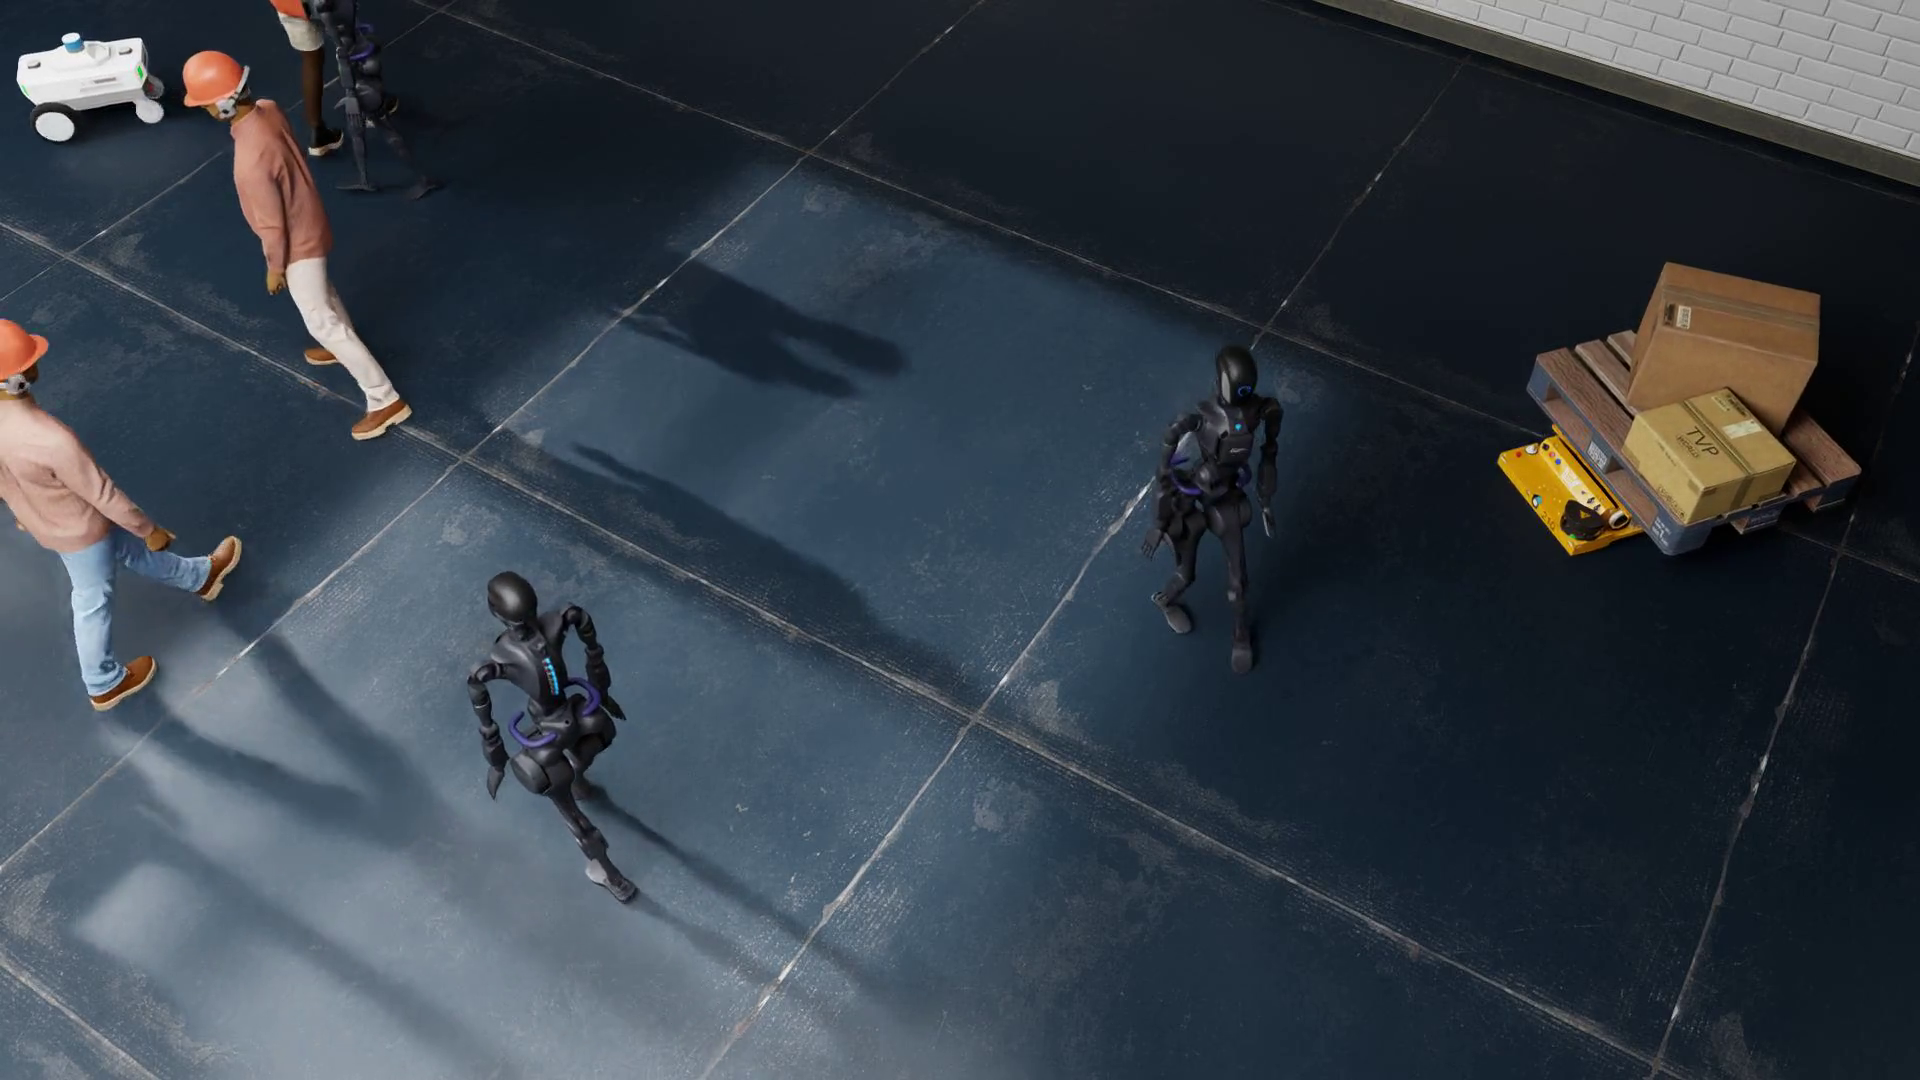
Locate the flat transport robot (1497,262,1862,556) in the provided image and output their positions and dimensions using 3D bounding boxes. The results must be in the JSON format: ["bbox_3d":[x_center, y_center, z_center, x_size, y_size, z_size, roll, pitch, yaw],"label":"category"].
[{"bbox_3d":[3.442,-0.385,8.152,1.431,0.231,0.659,-15,51,-13],"label":"flat transport robot"}]

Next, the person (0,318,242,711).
[{"bbox_3d":[-3.540,-0.170,6.846,0.654,1.941,0.999,27,54,22],"label":"person"}]

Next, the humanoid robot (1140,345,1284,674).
[{"bbox_3d":[1.077,-0.097,6.969,0.599,1.640,0.601,-13,50,-11],"label":"humanoid robot"}]

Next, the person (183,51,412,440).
[{"bbox_3d":[-3.139,-1.413,7.934,0.583,1.958,0.844,-9,50,-8],"label":"person"}]

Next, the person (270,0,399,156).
[{"bbox_3d":[-3.658,-3.127,9.449,0.622,1.933,0.632,9,49,8],"label":"person"}]

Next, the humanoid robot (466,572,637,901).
[{"bbox_3d":[-1.566,0.701,6.285,0.747,1.632,0.590,36,58,27],"label":"humanoid robot"}]

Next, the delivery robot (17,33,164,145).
[{"bbox_3d":[-5.277,-2.762,10.053,0.815,0.614,0.499,-13,50,-11],"label":"delivery robot"}]

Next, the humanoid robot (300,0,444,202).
[{"bbox_3d":[-3.335,-2.583,9.150,0.618,1.635,0.608,-10,50,-9],"label":"humanoid robot"}]
